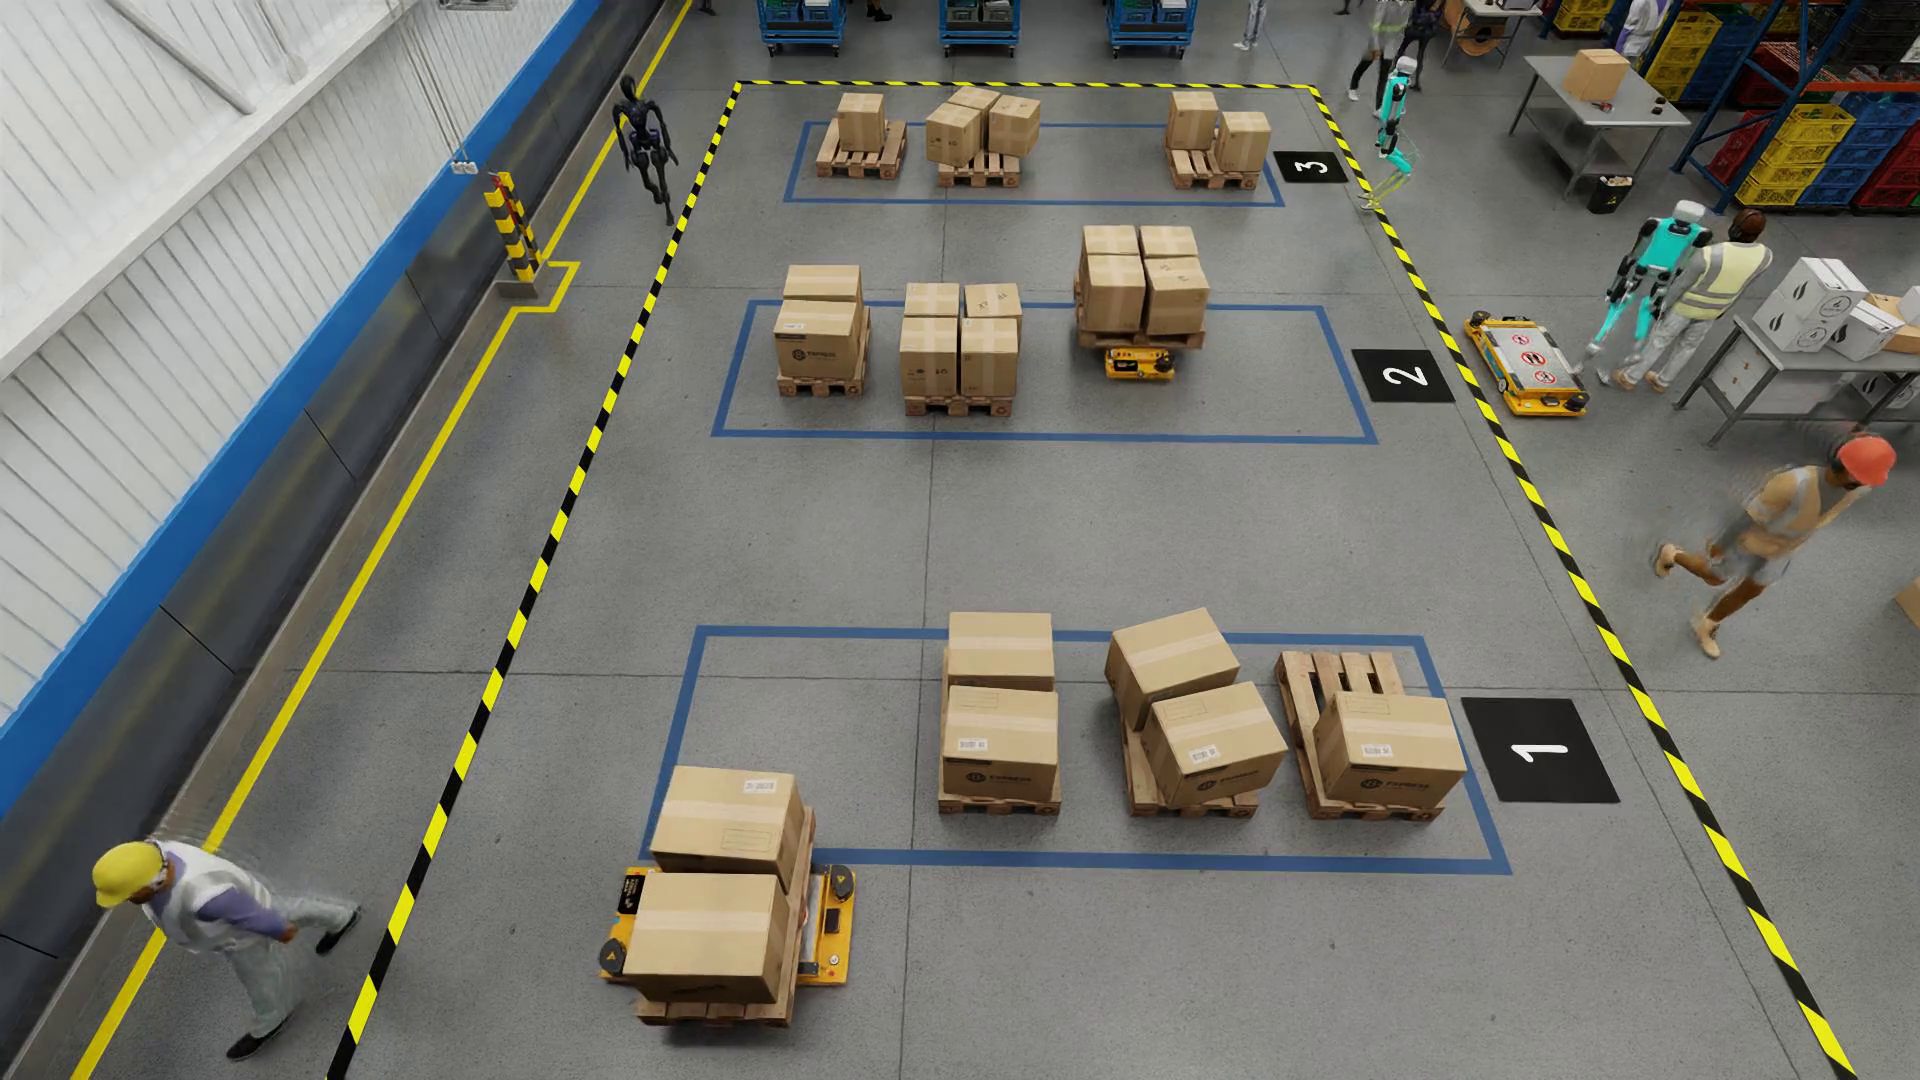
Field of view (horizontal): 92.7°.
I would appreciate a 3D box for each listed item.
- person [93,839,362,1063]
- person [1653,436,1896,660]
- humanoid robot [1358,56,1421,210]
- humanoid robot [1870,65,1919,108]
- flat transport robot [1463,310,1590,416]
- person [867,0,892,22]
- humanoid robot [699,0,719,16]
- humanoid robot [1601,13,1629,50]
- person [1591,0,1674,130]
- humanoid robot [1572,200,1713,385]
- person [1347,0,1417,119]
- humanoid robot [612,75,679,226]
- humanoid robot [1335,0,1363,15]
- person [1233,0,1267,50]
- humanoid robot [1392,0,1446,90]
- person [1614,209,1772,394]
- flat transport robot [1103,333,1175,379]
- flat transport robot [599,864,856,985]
[{"bbox_3d":[-3.874,2.034,4.768,0.600,1.784,0.890,25,54,20],"label":"person"},{"bbox_3d":[5.631,-0.070,6.447,0.612,2.011,0.804,1,49,1],"label":"person"},{"bbox_3d":[5.037,-4.593,10.448,0.735,1.677,0.533,9,50,8],"label":"humanoid robot"},{"bbox_3d":[11.573,-5.551,11.382,0.835,1.798,0.538,1,49,1],"label":"humanoid robot"},{"bbox_3d":[5.573,-1.757,9.054,0.659,0.231,1.431,1,49,1],"label":"flat transport robot"},{"bbox_3d":[-1.348,-9.290,14.471,0.356,1.935,0.550,-25,54,-20],"label":"person"},{"bbox_3d":[-4.133,-9.373,14.720,0.502,1.643,0.591,14,51,12],"label":"humanoid robot"},{"bbox_3d":[8.676,-6.422,12.165,0.607,1.645,0.407,-23,53,-19],"label":"humanoid robot"},{"bbox_3d":[8.699,-6.344,11.852,0.607,2.044,0.367,-18,51,-15],"label":"person"},{"bbox_3d":[6.214,-2.171,8.405,0.542,1.742,0.677,23,53,18],"label":"humanoid robot"},{"bbox_3d":[5.696,-6.712,12.333,0.577,1.790,1.008,-3,49,-3],"label":"person"},{"bbox_3d":[-3.575,-4.521,10.529,0.595,1.638,0.679,-8,50,-7],"label":"humanoid robot"},{"bbox_3d":[6.523,-9.353,14.708,0.551,1.640,0.607,-6,49,-5],"label":"humanoid robot"},{"bbox_3d":[4.483,-8.345,13.783,0.483,1.738,0.309,-30,56,-24],"label":"person"},{"bbox_3d":[6.508,-7.274,12.929,0.603,1.628,0.783,-6,49,-6],"label":"humanoid robot"},{"bbox_3d":[6.683,-2.126,8.342,0.626,1.834,0.431,4,49,4],"label":"person"},{"bbox_3d":[1.782,-2.186,9.407,0.652,0.197,1.431,1,49,1],"label":"flat transport robot"},{"bbox_3d":[-1.374,2.298,5.526,1.431,0.197,0.652,1,49,1],"label":"flat transport robot"}]
